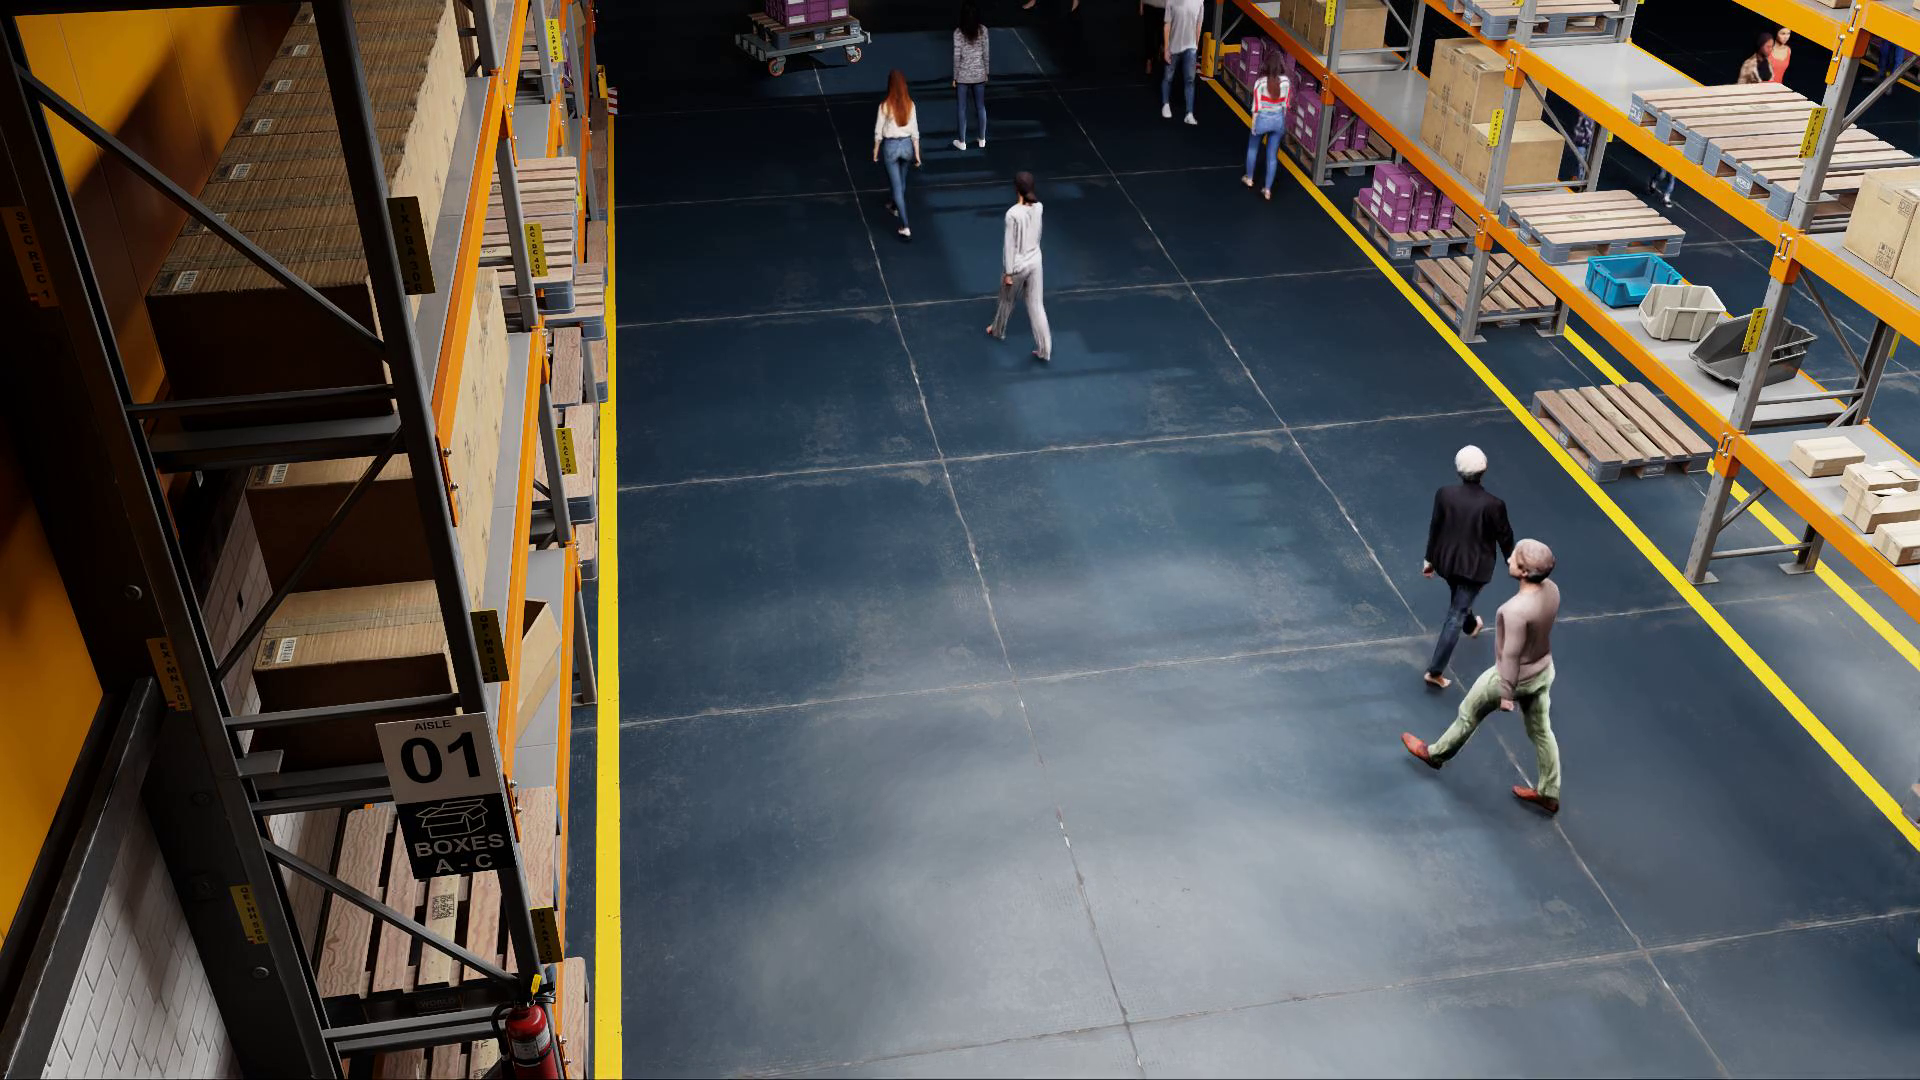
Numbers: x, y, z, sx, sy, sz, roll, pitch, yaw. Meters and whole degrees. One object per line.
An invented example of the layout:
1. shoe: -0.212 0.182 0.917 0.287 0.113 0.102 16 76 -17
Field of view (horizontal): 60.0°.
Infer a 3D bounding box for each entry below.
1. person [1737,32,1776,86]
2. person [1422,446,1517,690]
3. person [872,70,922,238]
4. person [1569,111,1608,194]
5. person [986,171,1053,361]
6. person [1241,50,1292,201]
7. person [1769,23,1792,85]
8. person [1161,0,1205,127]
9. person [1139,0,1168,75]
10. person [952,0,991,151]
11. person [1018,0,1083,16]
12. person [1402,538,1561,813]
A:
1. person: 8.606 -4.714 18.359 0.802 1.752 1.124 -16 37 -22
2. person: 3.330 0.214 11.012 1.172 1.751 1.281 -26 42 -33
3. person: -0.626 -3.994 17.334 0.762 1.688 1.174 -13 36 -18
4. person: 6.944 -4.461 18.459 0.541 1.219 0.821 -3 34 -5
5. person: 0.631 -2.413 14.924 0.862 1.723 1.163 -18 38 -26
6. person: 3.408 -4.520 18.210 0.661 1.594 0.834 -1 34 -2
7. person: 9.110 -5.033 18.870 0.607 1.718 0.567 -10 35 -15
8. person: 2.650 -6.036 20.257 0.680 1.852 1.007 -5 34 -7
9. person: 2.616 -7.071 21.959 0.853 1.693 1.135 6 34 9
10. person: 0.120 -5.454 19.489 0.637 1.733 0.561 -10 35 -15
11. person: 1.499 -8.378 23.917 0.708 1.702 1.118 -4 34 -6
12. person: 3.408 0.861 9.904 1.121 1.827 1.335 -27 42 -34
